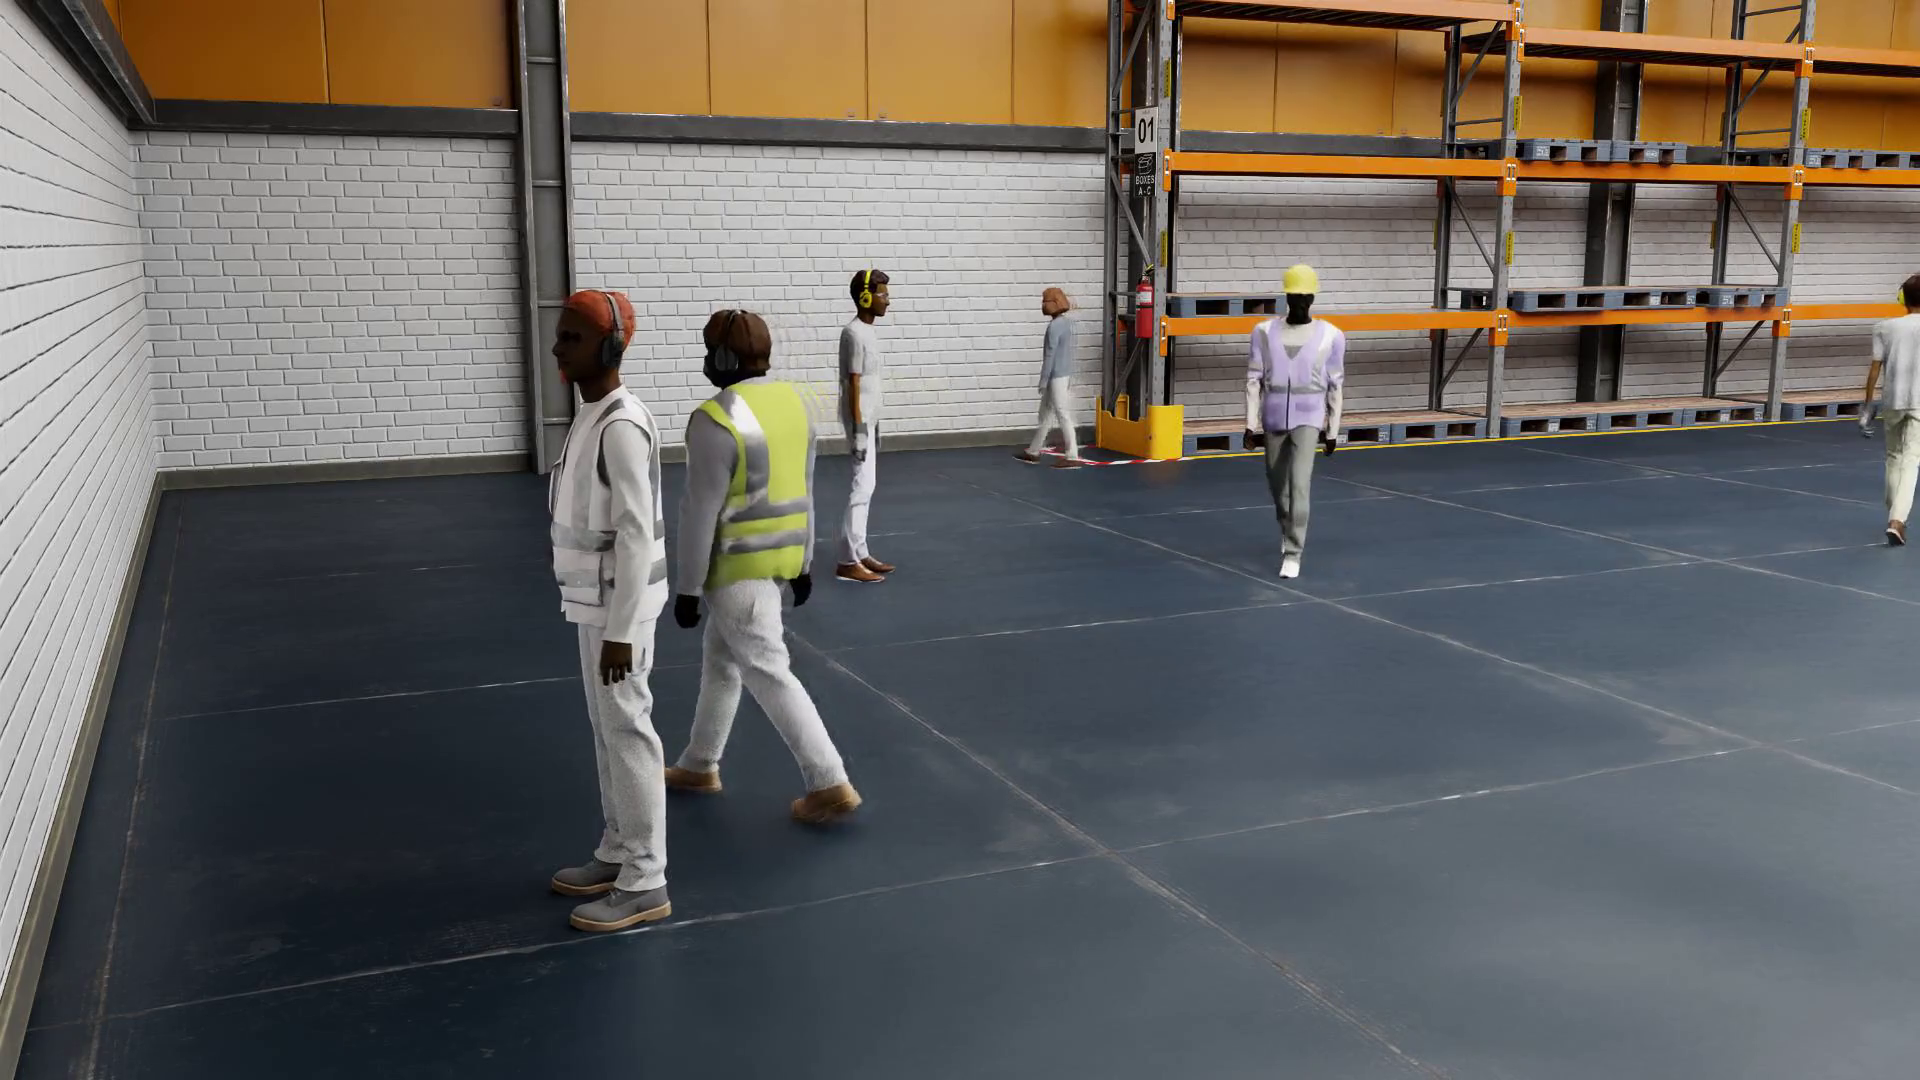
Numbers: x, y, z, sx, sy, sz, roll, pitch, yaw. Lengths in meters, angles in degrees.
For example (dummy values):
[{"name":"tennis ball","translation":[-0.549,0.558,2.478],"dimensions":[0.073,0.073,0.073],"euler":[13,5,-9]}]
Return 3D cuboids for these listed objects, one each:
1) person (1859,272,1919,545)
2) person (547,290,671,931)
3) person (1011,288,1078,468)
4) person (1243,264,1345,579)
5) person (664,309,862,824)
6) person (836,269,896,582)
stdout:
[{"name":"person","translation":[6.429,-0.898,11.287],"dimensions":[0.534,1.827,0.993],"euler":[8,13,38]},{"name":"person","translation":[-1.049,0.213,4.946],"dimensions":[0.401,1.888,0.586],"euler":[-4,11,-21]},{"name":"person","translation":[0.752,-1.441,14.895],"dimensions":[0.716,1.606,0.528],"euler":[3,10,14]},{"name":"person","translation":[2.087,-0.763,10.324],"dimensions":[0.580,1.899,0.908],"euler":[4,11,24]},{"name":"person","translation":[-0.730,0.094,5.839],"dimensions":[0.936,1.806,0.640],"euler":[5,11,24]},{"name":"person","translation":[-0.574,-0.679,9.954],"dimensions":[0.339,1.861,0.522],"euler":[1,10,5]}]
